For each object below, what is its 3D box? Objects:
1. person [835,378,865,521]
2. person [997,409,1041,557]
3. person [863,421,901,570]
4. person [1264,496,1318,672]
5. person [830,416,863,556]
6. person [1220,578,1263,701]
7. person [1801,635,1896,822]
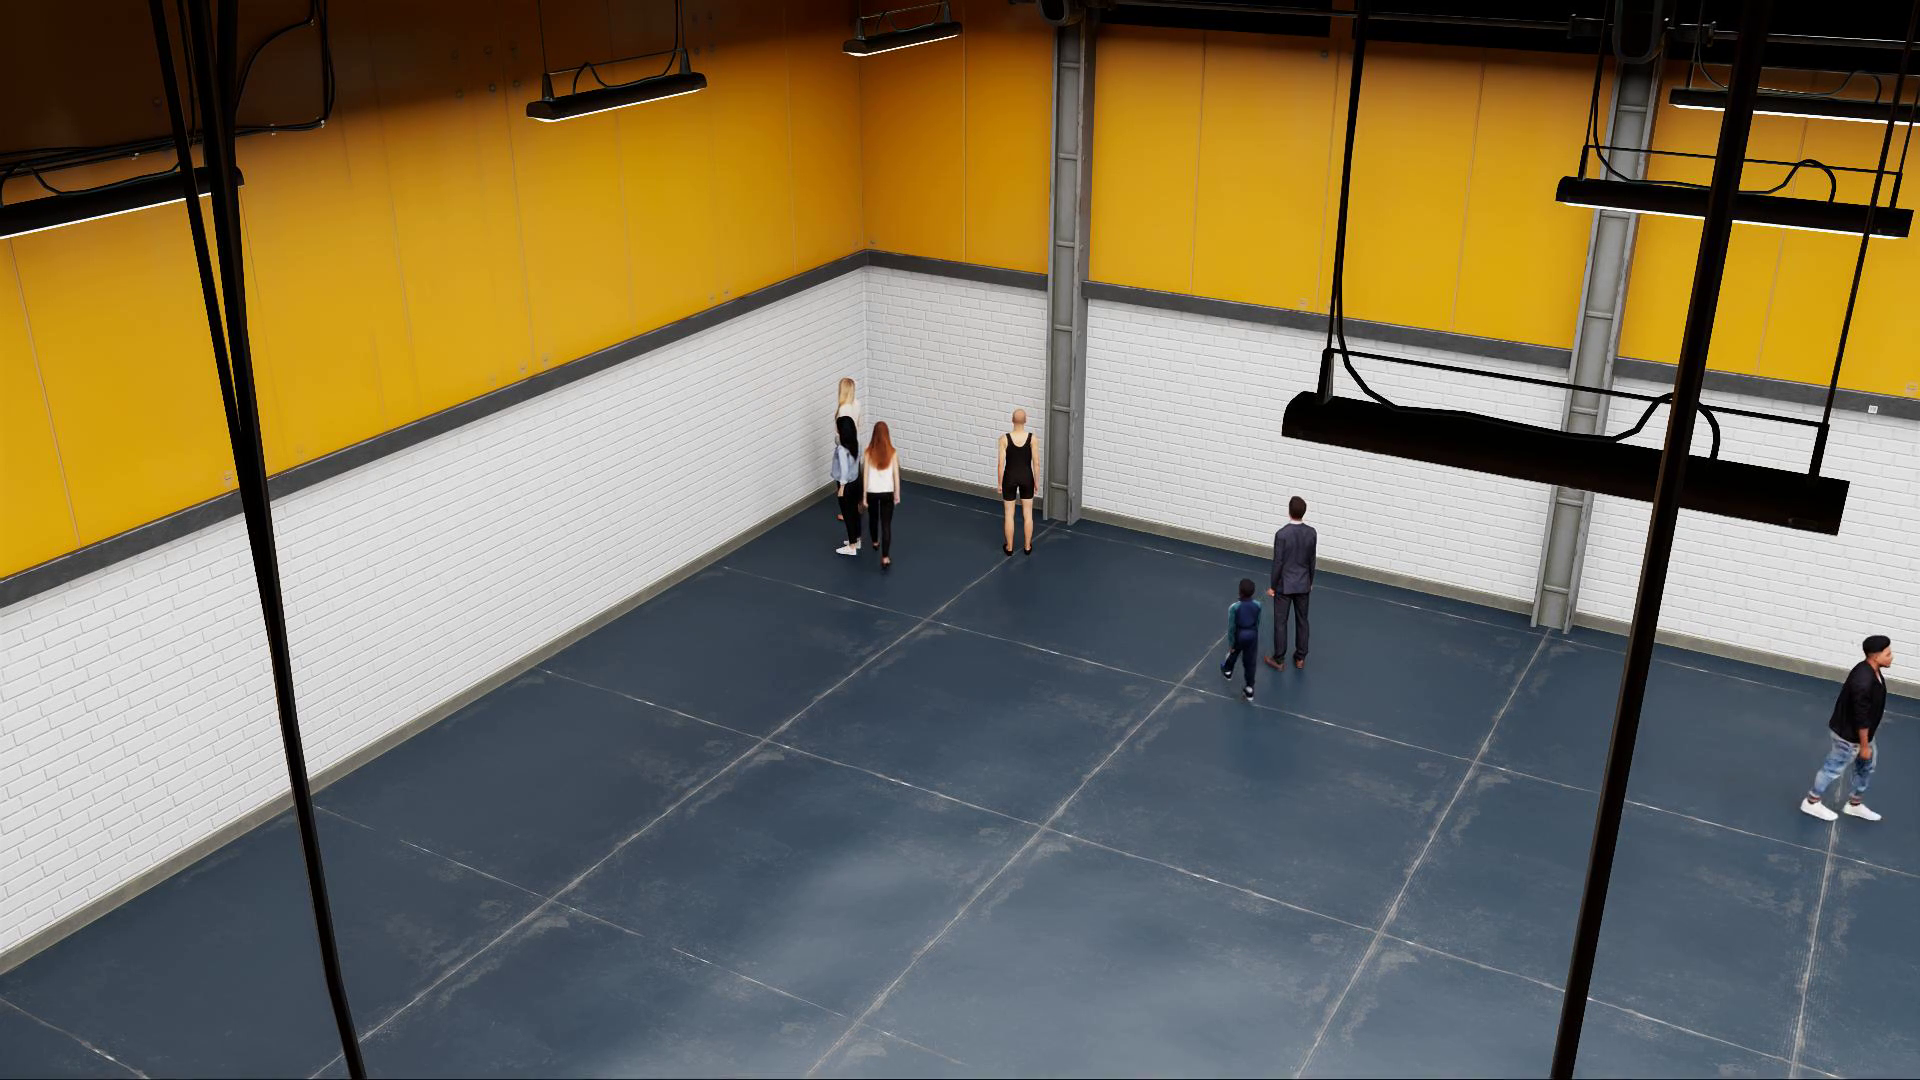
[{"bbox_3d":[-1.361,-1.131,20.630,0.548,1.825,0.629,10,26,23],"label":"person"},{"bbox_3d":[0.687,-0.684,19.618,0.658,1.816,0.773,-2,24,-4],"label":"person"},{"bbox_3d":[-0.931,-0.486,19.346,1.102,1.670,1.013,0,24,0],"label":"person"},{"bbox_3d":[3.385,0.441,16.980,0.725,1.868,0.790,-5,24,-12],"label":"person"},{"bbox_3d":[-1.329,-0.657,19.687,0.606,1.710,0.645,7,25,16],"label":"person"},{"bbox_3d":[2.843,0.997,16.512,0.881,1.224,0.881,-3,24,-7],"label":"person"},{"bbox_3d":[7.629,1.611,14.390,0.876,1.798,0.751,18,29,35],"label":"person"}]
